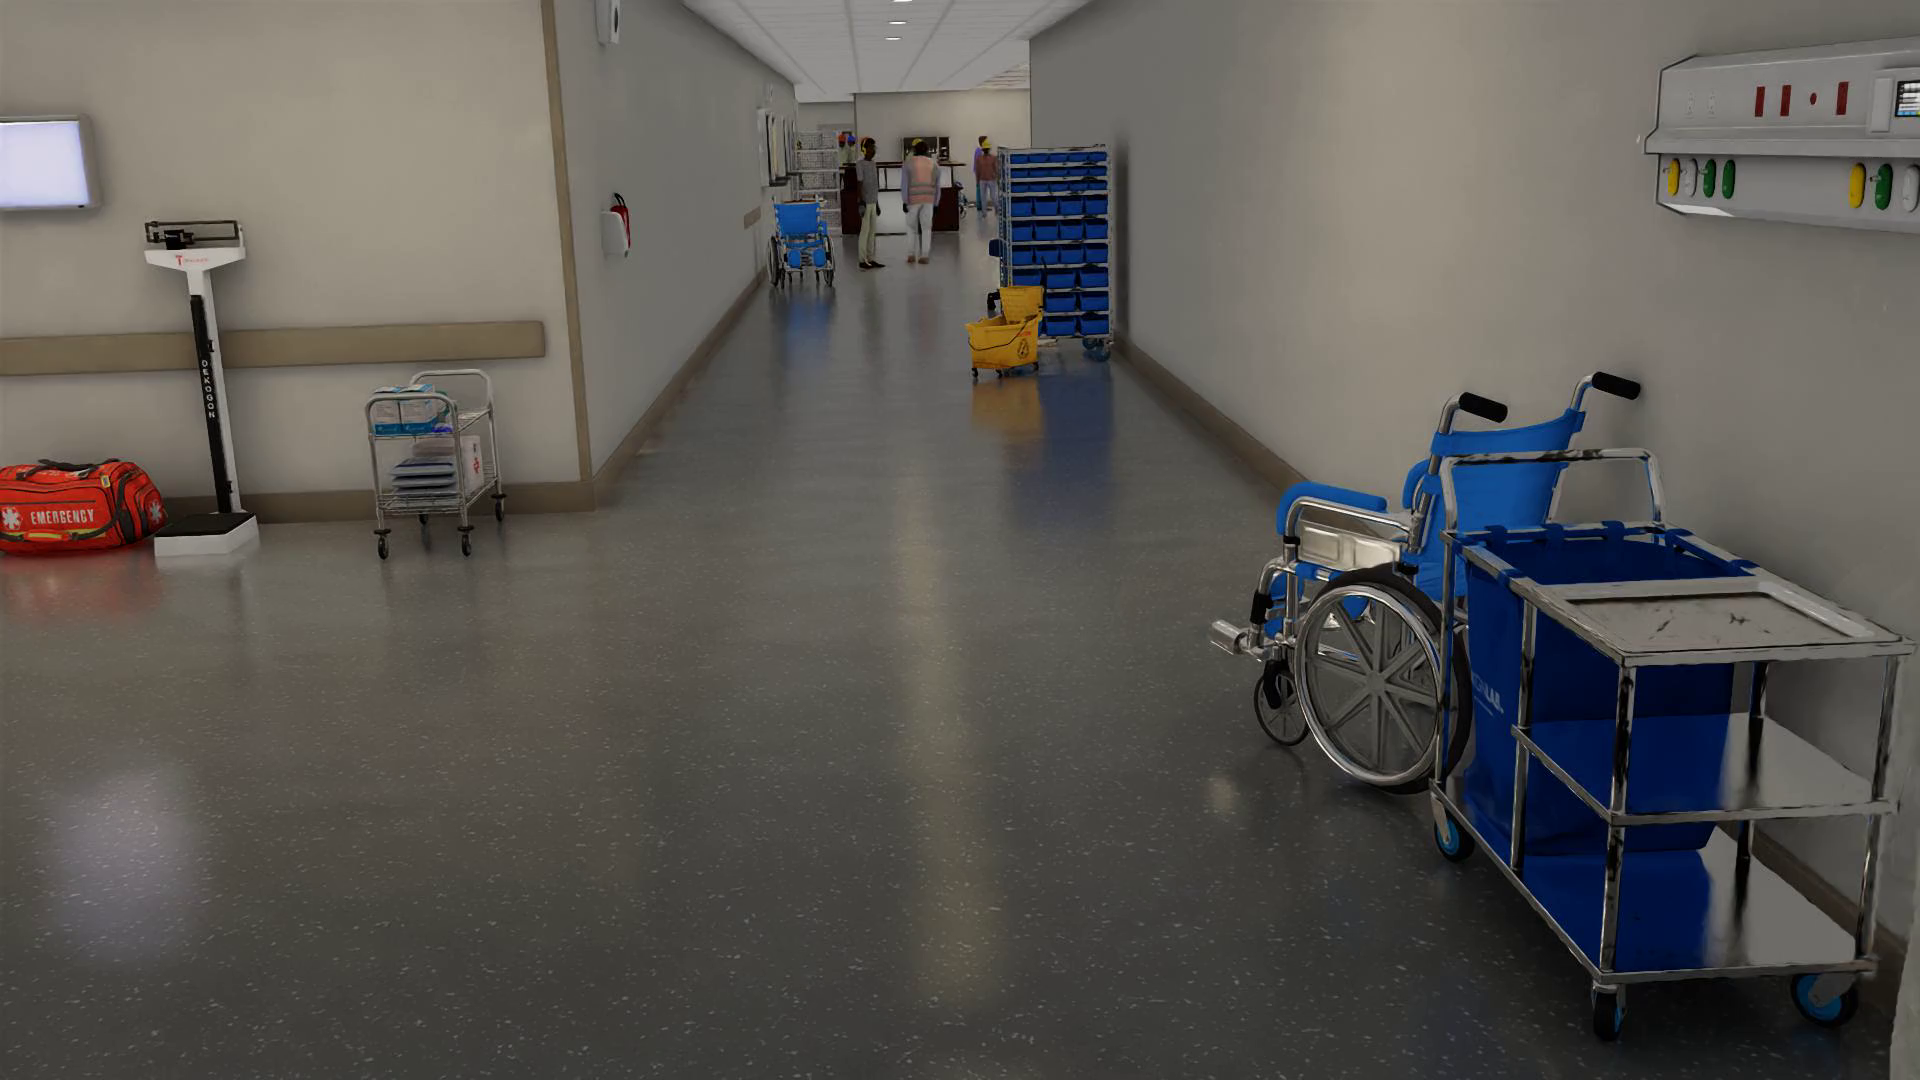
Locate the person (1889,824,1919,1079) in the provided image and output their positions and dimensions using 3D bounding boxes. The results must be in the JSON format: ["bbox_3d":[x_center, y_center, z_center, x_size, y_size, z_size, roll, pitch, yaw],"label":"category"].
[{"bbox_3d":[0.791,0.626,1.220,0.887,1.915,0.642,11,19,43],"label":"person"}]

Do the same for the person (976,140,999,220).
[{"bbox_3d":[0.627,-8.036,37.144,0.535,1.752,0.593,2,14,15],"label":"person"}]

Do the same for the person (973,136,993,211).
[{"bbox_3d":[0.546,-9.174,41.628,0.395,1.847,0.564,-7,15,-20],"label":"person"}]

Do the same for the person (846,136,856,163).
[{"bbox_3d":[-3.291,-11.462,51.272,0.386,1.948,0.601,0,14,7],"label":"person"}]

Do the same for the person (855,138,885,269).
[{"bbox_3d":[-1.316,-4.883,24.170,0.310,1.868,0.534,5,15,26],"label":"person"}]

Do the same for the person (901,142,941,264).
[{"bbox_3d":[-0.591,-5.063,24.992,0.657,1.787,0.790,-5,14,-14],"label":"person"}]

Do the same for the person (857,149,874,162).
[{"bbox_3d":[-2.285,-8.874,40.749,0.429,1.839,0.627,-6,14,-16],"label":"person"}]

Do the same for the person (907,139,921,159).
[{"bbox_3d":[-1.015,-8.606,39.532,0.403,1.824,0.596,-10,16,-30],"label":"person"}]

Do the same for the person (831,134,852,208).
[{"bbox_3d":[-3.251,-10.174,45.885,0.616,1.993,0.393,-8,15,-24],"label":"person"}]
